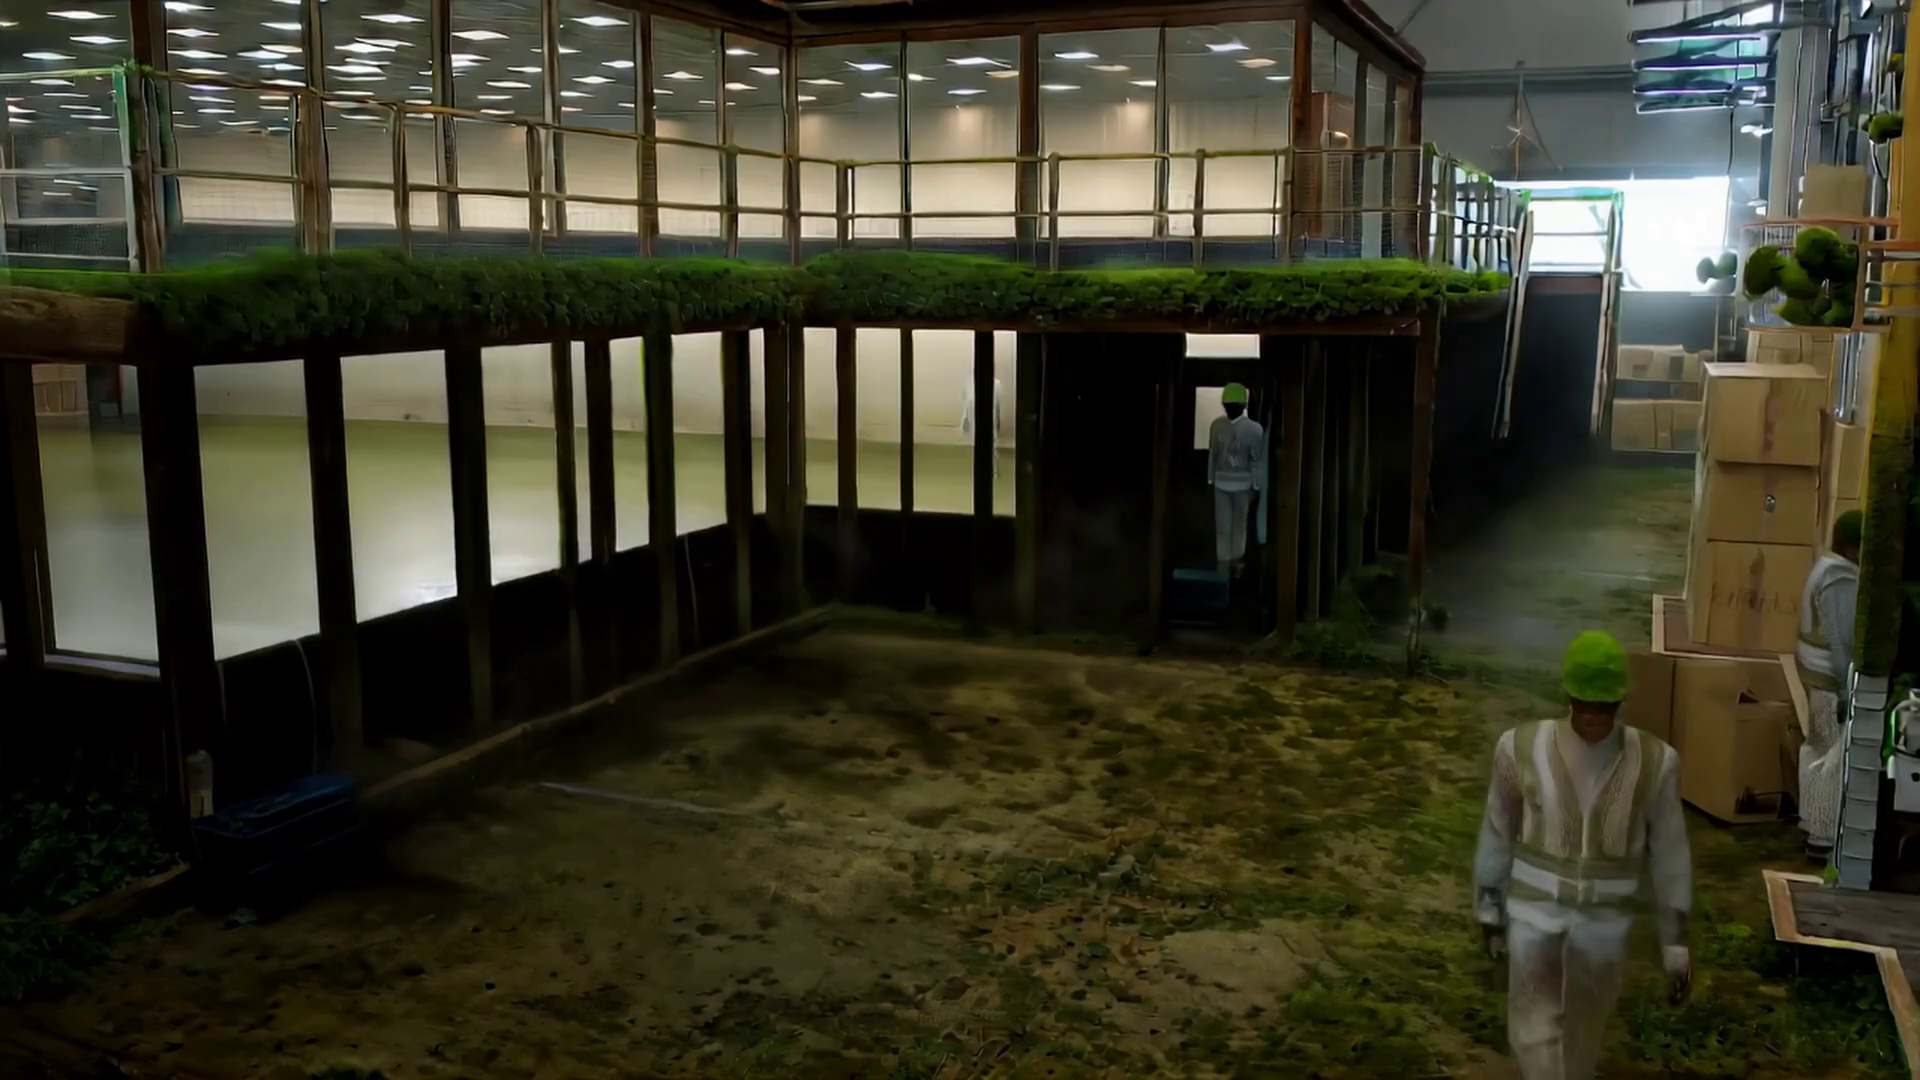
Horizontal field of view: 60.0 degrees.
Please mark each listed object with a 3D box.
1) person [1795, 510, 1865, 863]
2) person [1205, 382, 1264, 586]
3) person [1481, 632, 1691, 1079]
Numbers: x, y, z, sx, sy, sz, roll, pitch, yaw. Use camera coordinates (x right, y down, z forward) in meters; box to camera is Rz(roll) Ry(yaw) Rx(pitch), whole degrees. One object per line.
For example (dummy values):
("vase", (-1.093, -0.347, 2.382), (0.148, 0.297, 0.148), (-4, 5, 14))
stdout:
("person", (4.579, 0.754, 8.634), (0.430, 1.839, 0.619), (4, 10, 21))
("person", (2.654, -0.544, 16.187), (0.612, 1.986, 0.407), (8, 12, 42))
("person", (1.983, 1.251, 5.312), (0.629, 1.910, 0.906), (3, 10, 19))
